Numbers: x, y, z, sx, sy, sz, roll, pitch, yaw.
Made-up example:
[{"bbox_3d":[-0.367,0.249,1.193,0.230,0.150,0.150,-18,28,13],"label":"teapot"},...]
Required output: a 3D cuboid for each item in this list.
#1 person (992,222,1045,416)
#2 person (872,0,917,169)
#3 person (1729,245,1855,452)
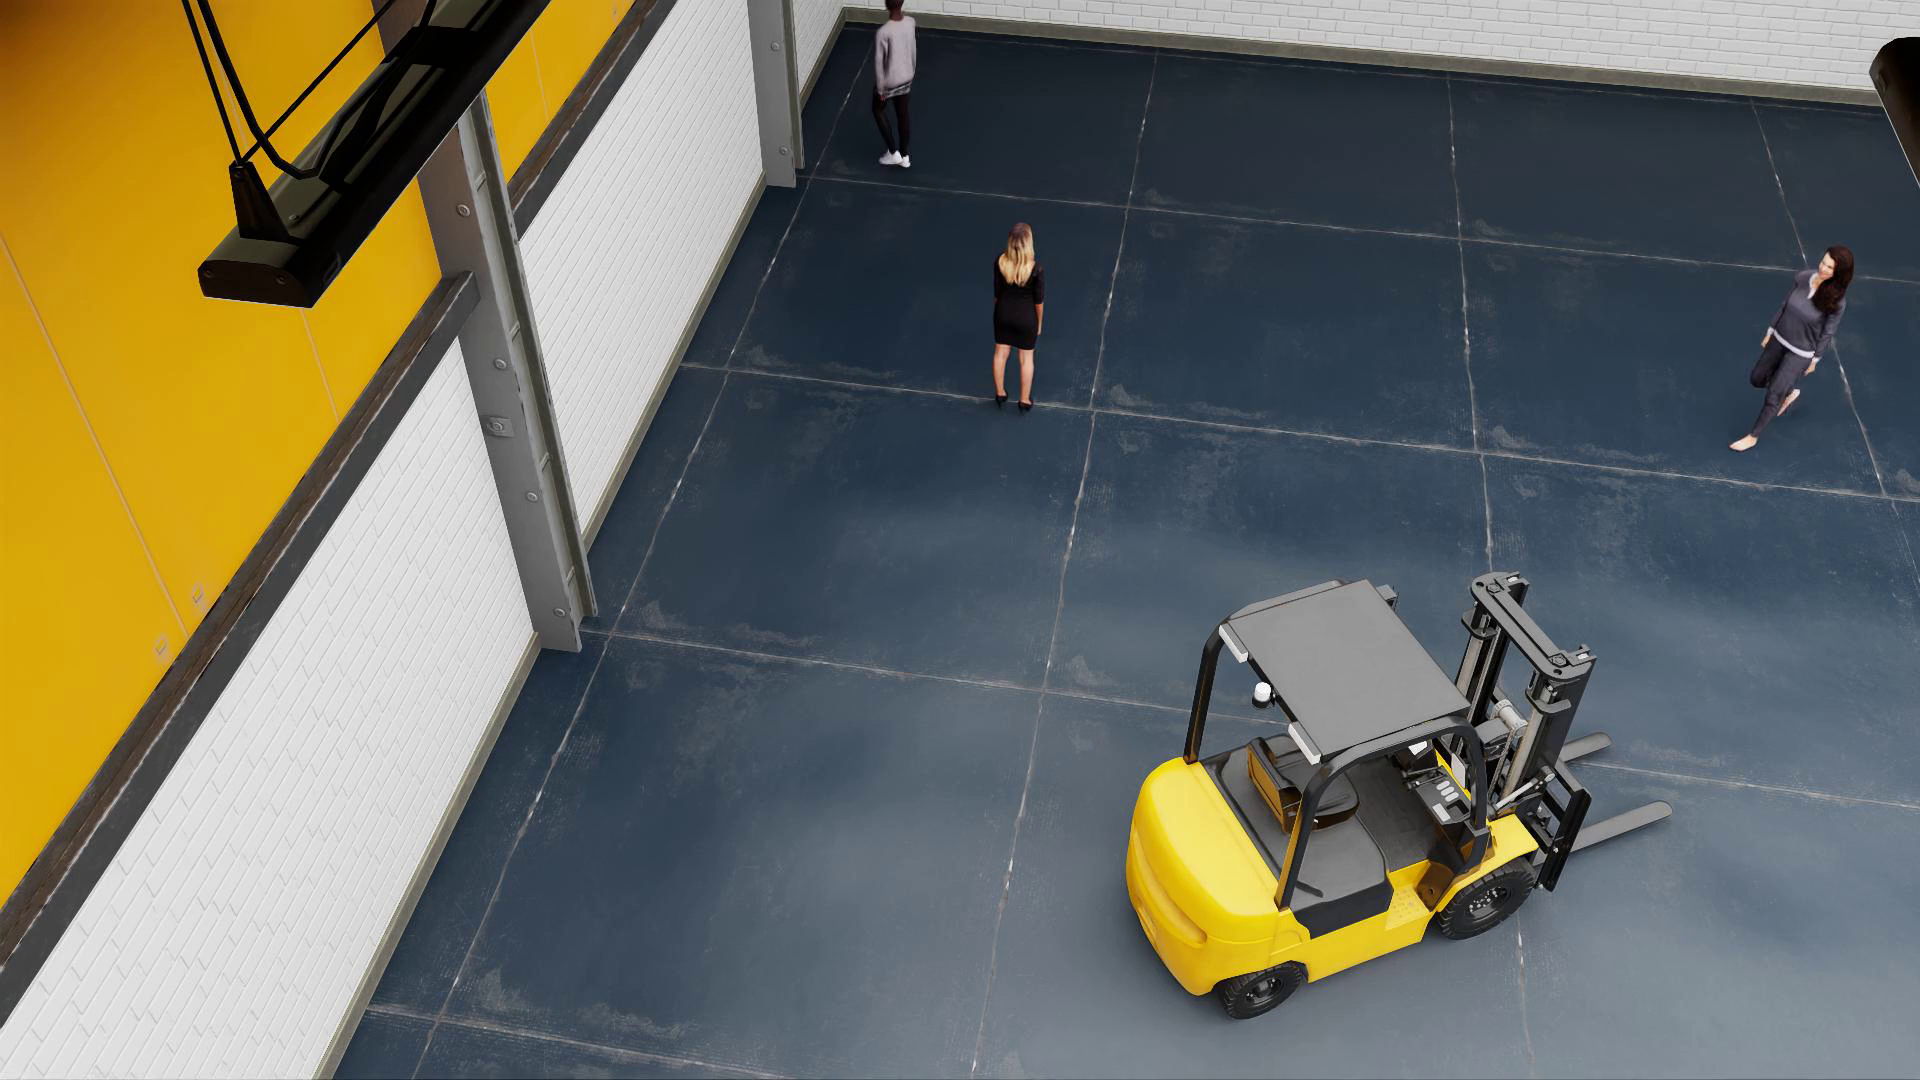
[{"bbox_3d":[0.422,-1.679,12.677,0.564,1.674,0.518,12,45,12],"label":"person"},{"bbox_3d":[-0.538,-4.195,15.253,0.717,1.764,0.789,-30,51,-27],"label":"person"},{"bbox_3d":[6.248,-1.463,12.392,0.994,1.755,0.988,-20,47,-19],"label":"person"}]
